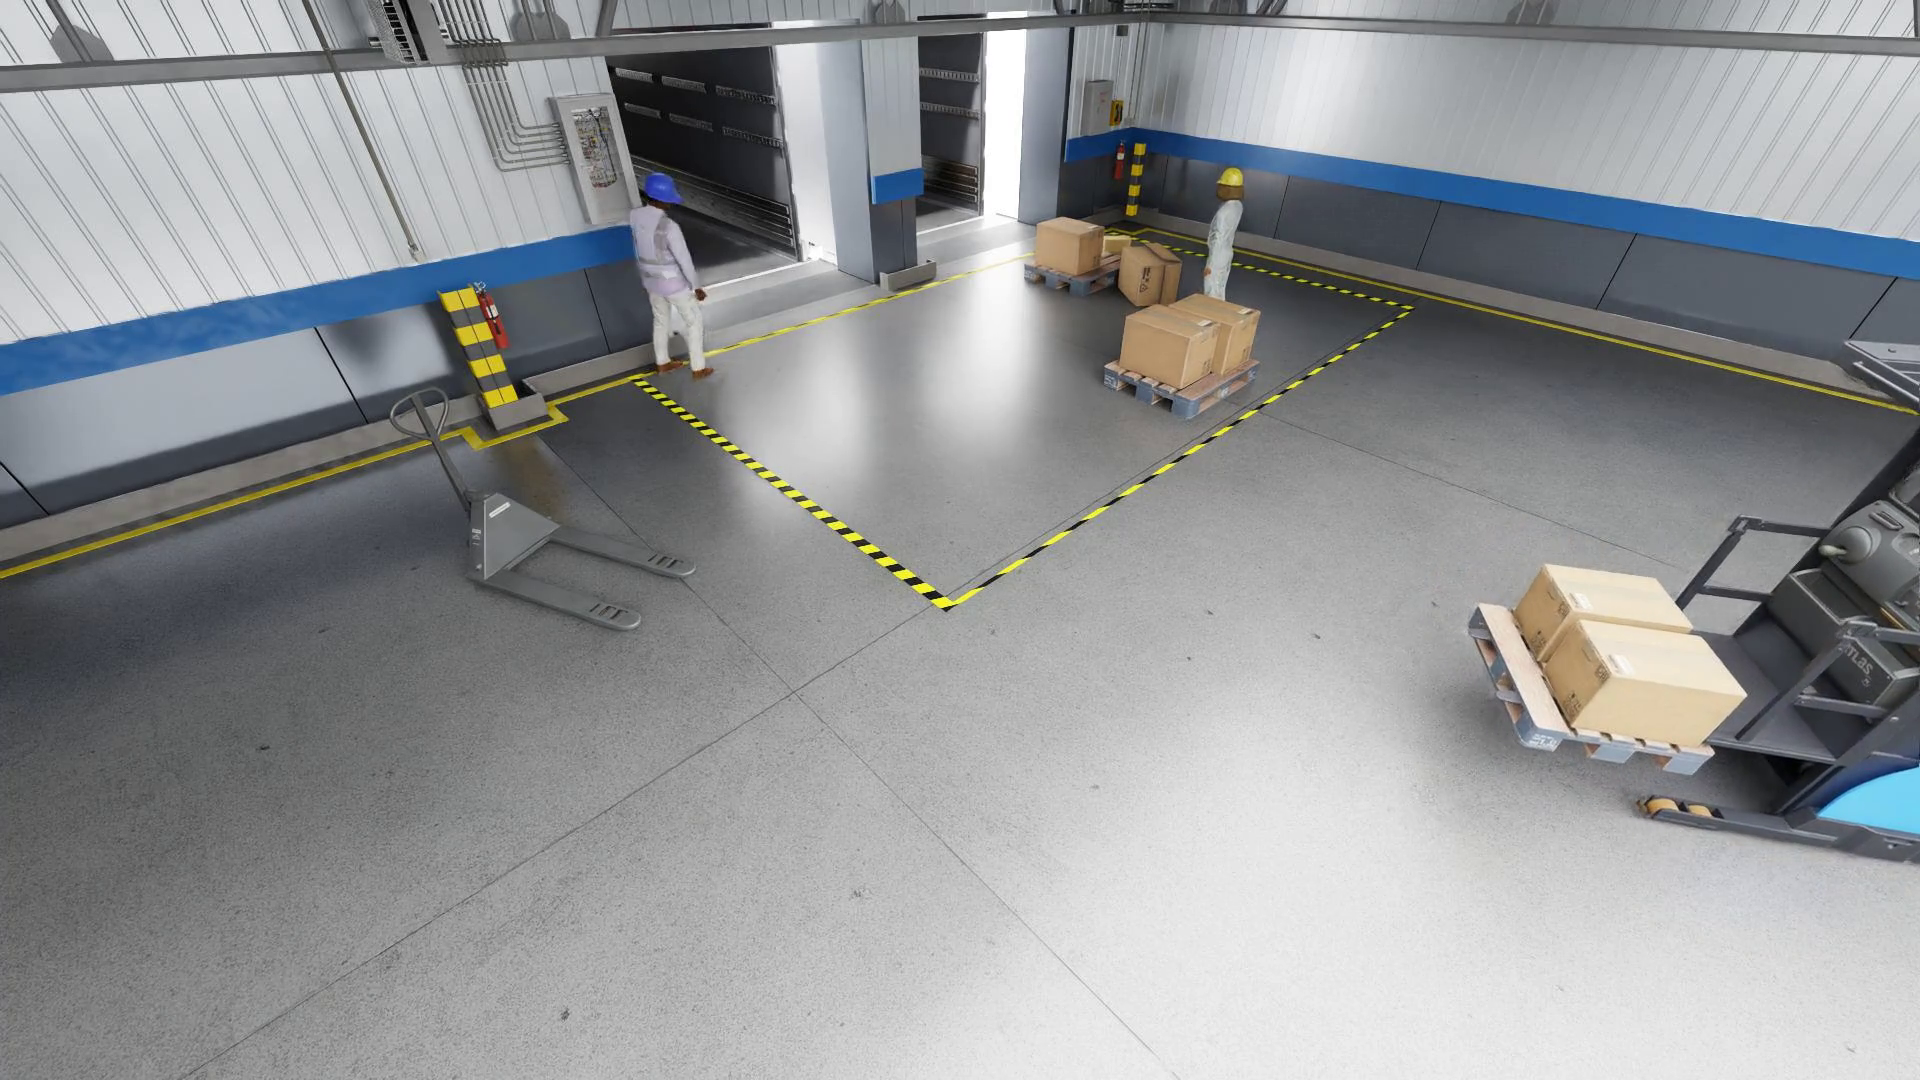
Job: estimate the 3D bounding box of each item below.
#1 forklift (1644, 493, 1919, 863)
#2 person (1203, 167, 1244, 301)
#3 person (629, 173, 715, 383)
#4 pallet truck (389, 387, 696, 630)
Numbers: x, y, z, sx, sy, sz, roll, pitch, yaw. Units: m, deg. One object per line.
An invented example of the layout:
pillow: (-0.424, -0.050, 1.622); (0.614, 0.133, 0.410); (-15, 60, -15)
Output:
forklift: (4.217, 0.450, 3.037); (0.776, 2.013, 0.716); (8, 38, 11)
person: (2.667, -2.917, 7.635); (0.321, 1.742, 0.491); (25, 44, 28)
person: (-2.726, -2.395, 6.835); (0.662, 1.888, 0.402); (19, 42, 23)
pallet truck: (-2.613, -0.247, 4.593); (1.601, 1.201, 0.680); (14, 40, 17)
